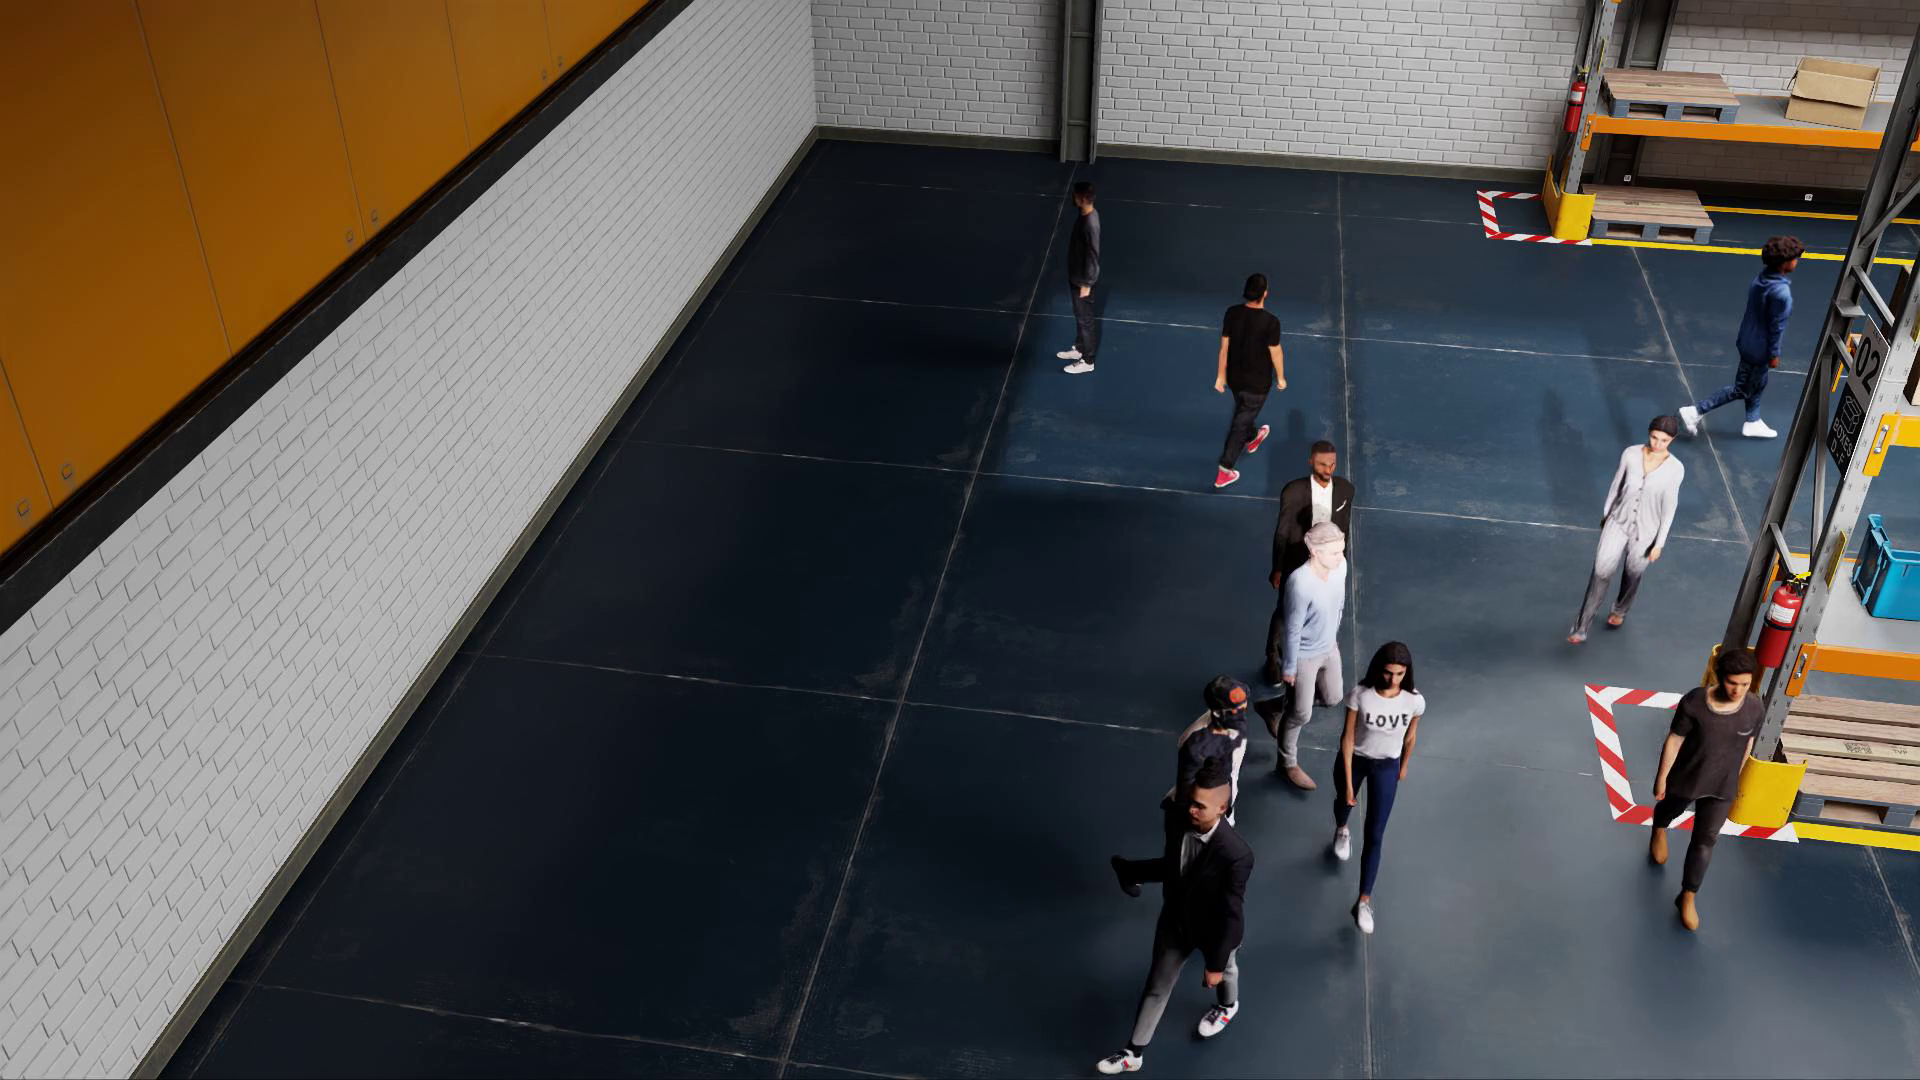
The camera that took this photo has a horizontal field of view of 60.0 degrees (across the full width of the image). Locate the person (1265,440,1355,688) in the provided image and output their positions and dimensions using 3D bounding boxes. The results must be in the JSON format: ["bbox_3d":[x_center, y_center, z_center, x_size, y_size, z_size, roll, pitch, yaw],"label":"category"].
[{"bbox_3d":[2.274,0.141,10.911,0.653,1.800,0.808,-6,34,-9],"label":"person"}]

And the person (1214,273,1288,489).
[{"bbox_3d":[2.214,-1.207,13.017,1.162,1.712,1.100,28,42,35],"label":"person"}]

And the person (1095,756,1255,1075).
[{"bbox_3d":[1.275,1.835,8.271,1.239,1.901,1.236,-26,42,-34],"label":"person"}]

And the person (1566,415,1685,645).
[{"bbox_3d":[4.640,-0.119,11.356,1.062,1.739,0.959,22,40,30],"label":"person"}]

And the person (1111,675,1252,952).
[{"bbox_3d":[1.225,1.423,8.923,1.168,1.865,1.024,26,42,34],"label":"person"}]

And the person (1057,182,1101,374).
[{"bbox_3d":[1.097,-2.328,14.660,0.627,1.761,0.669,-2,34,-4],"label":"person"}]

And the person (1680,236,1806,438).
[{"bbox_3d":[6.429,-1.603,13.549,1.081,1.784,0.679,4,34,6],"label":"person"}]

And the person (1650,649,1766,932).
[{"bbox_3d":[4.144,1.267,9.327,0.996,1.676,0.704,6,34,10],"label":"person"}]

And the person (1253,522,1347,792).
[{"bbox_3d":[2.042,0.645,10.086,0.913,1.874,0.997,-28,42,-35],"label":"person"}]

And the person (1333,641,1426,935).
[{"bbox_3d":[2.261,1.237,9.330,1.056,1.724,0.661,4,34,7],"label":"person"}]
